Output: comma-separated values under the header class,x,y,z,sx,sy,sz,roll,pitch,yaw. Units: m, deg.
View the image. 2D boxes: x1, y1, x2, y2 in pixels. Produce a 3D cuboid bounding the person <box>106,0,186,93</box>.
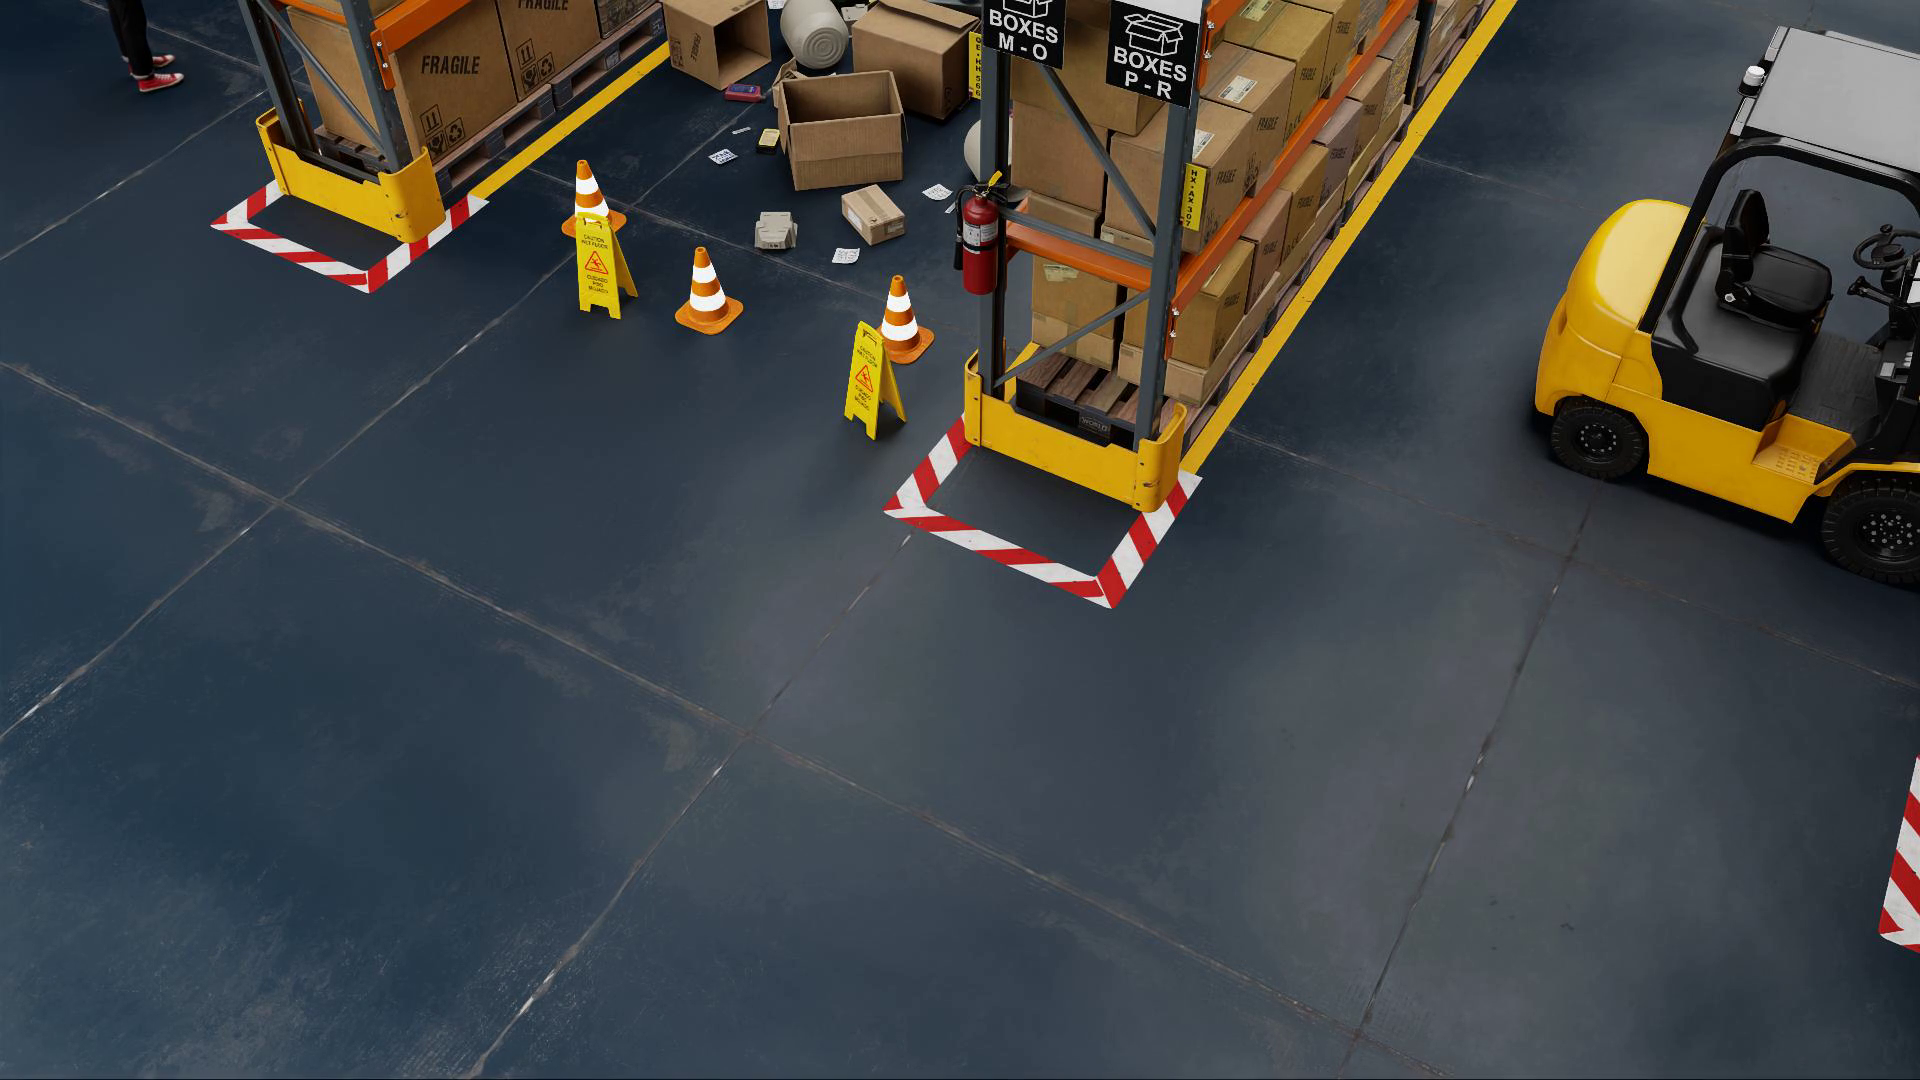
class,x,y,z,sx,sy,sz,roll,pitch,yaw
person,-5.593,-3.803,10.889,0.731,1.759,0.756,-30,54,-25
